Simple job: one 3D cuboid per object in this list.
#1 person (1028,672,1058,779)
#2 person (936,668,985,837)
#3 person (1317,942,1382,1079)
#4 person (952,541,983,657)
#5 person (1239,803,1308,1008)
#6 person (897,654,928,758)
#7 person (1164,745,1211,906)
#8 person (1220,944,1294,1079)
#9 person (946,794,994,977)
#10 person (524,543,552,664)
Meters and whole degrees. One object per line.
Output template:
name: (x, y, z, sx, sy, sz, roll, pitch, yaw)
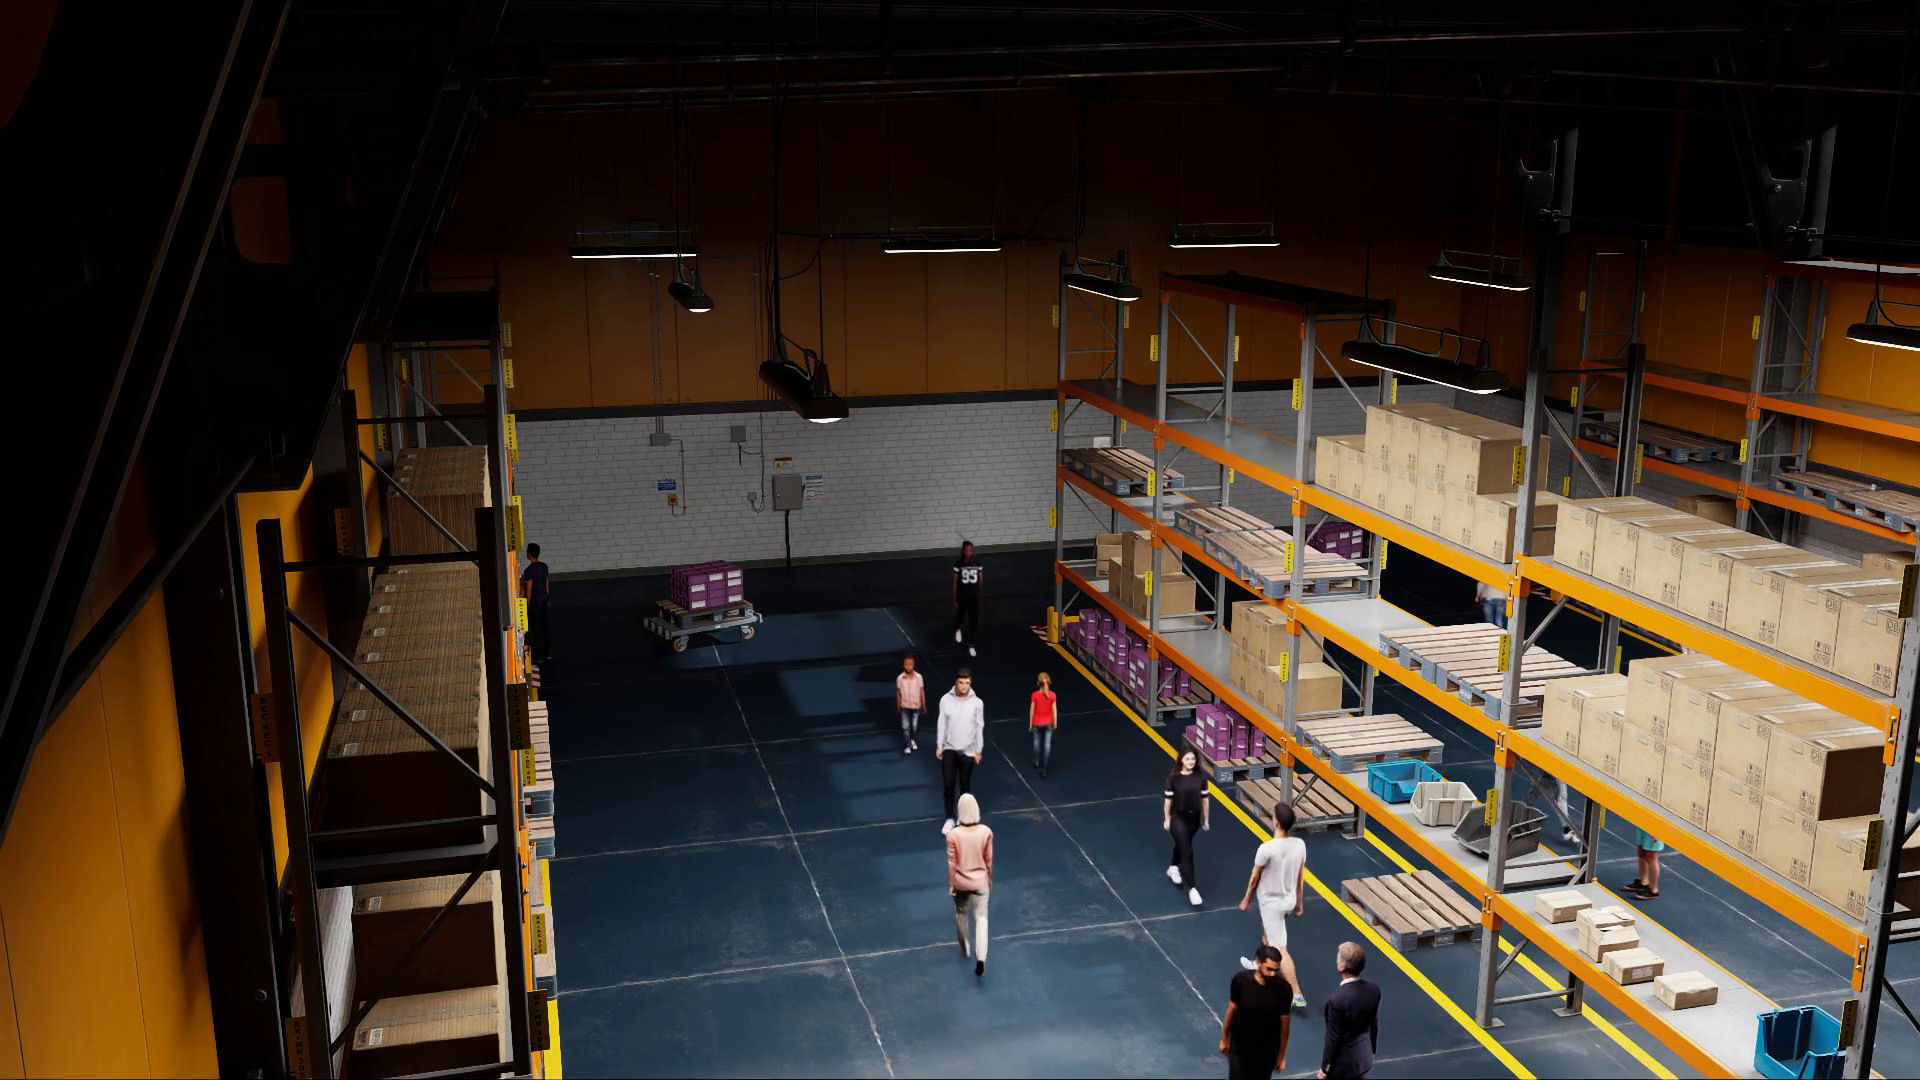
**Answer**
person: (1.017, 2.271, 20.289, 0.621, 1.293, 0.803, 0, 14, 0)
person: (0.008, 2.319, 18.795, 0.853, 1.904, 0.955, 1, 14, 4)
person: (2.917, 3.882, 12.529, 0.764, 1.815, 0.695, -8, 16, -31)
person: (0.098, 0.857, 25.246, 0.644, 1.709, 1.064, -3, 14, -12)
person: (2.897, 3.305, 14.916, 0.928, 1.813, 1.289, -8, 16, -29)
person: (-0.627, 2.076, 21.133, 0.583, 1.277, 0.880, -2, 14, -8)
person: (2.309, 2.877, 17.162, 0.621, 1.588, 1.073, -3, 14, -13)
person: (2.270, 3.867, 12.770, 0.780, 1.731, 0.767, 4, 14, 14)
person: (0.116, 3.216, 15.516, 0.698, 1.703, 1.057, -2, 14, -8)
person: (-6.294, 0.923, 24.803, 0.765, 1.791, 0.679, 6, 15, 23)
